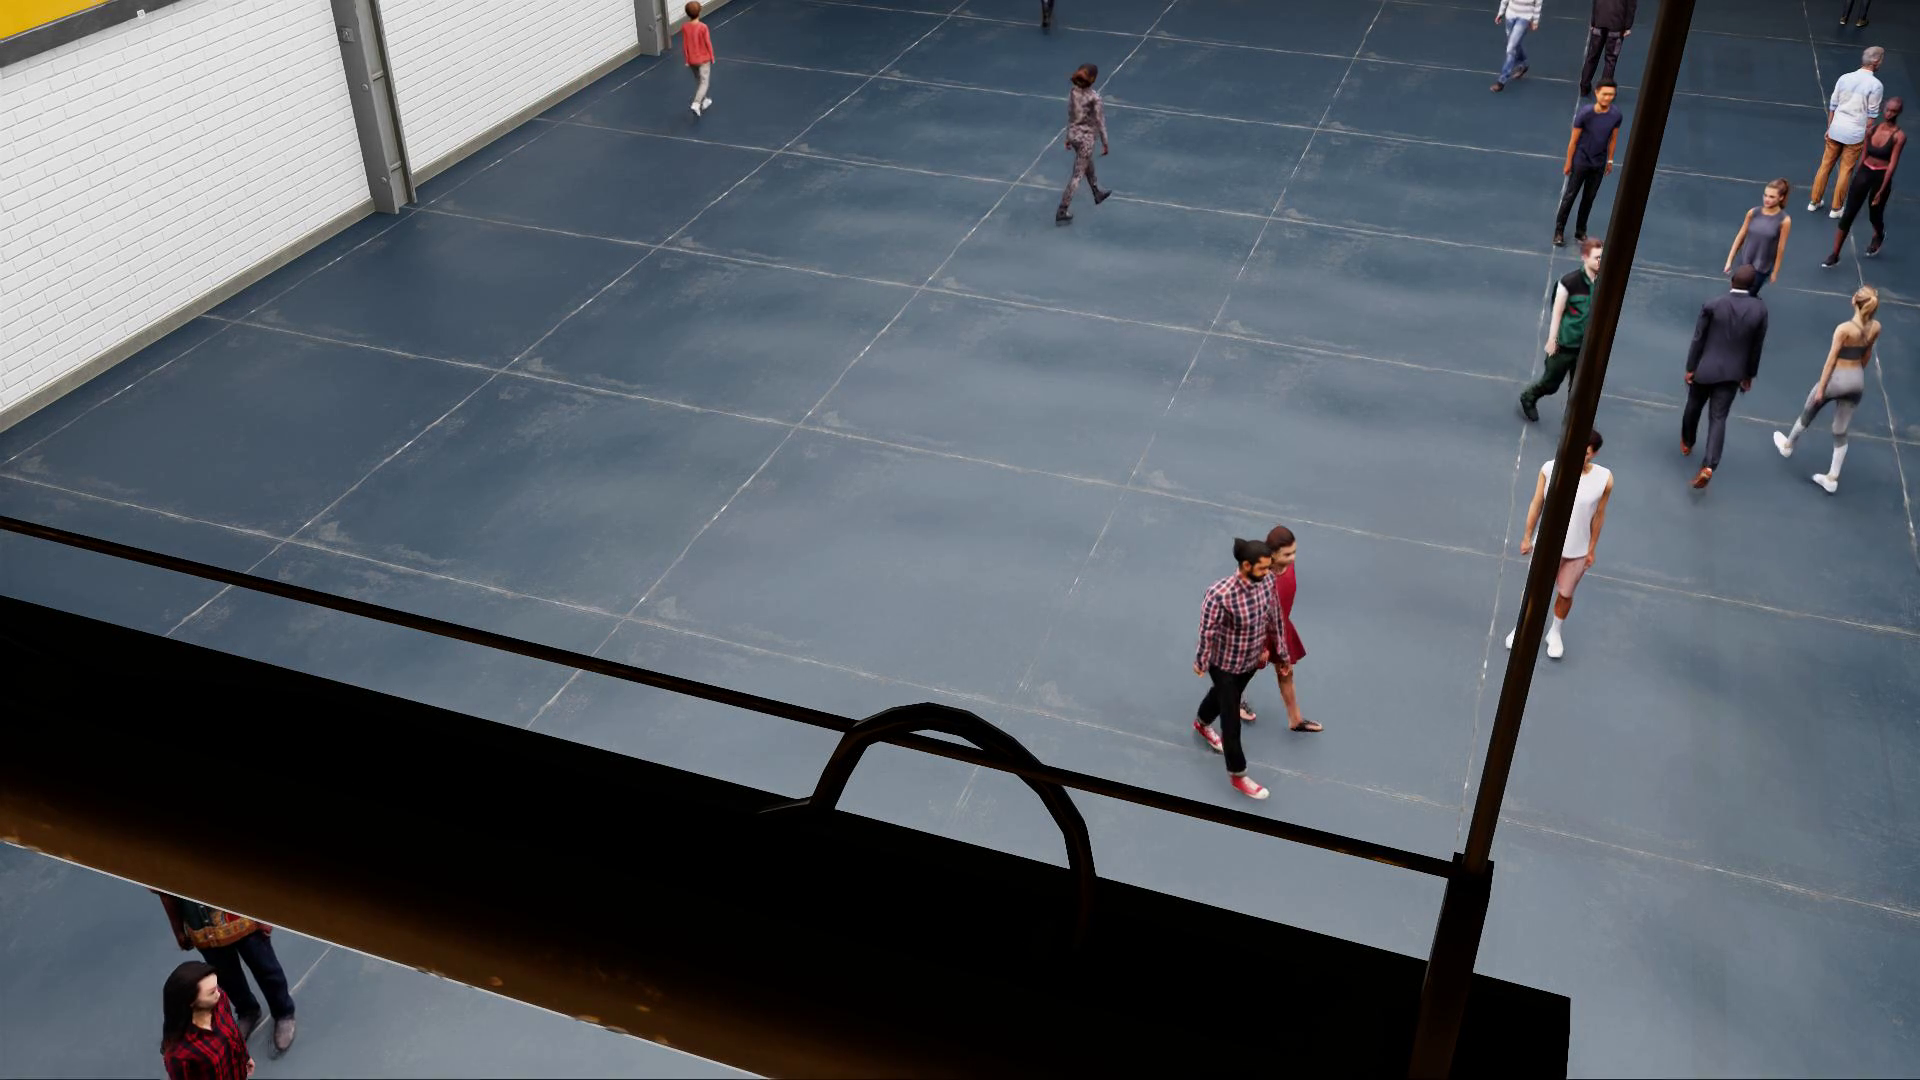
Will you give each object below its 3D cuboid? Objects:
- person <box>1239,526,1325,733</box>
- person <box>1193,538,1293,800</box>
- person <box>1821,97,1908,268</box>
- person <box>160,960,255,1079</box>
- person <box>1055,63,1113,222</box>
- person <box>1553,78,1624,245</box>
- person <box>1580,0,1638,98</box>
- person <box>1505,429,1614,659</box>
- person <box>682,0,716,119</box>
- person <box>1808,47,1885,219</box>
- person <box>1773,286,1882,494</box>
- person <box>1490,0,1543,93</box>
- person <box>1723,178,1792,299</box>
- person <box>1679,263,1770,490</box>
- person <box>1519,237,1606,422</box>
[{"bbox_3d":[1.932,0.540,10.793,0.952,1.527,0.889,-27,42,-34],"label":"person"},{"bbox_3d":[1.674,0.694,10.393,1.120,1.715,1.081,-22,40,-30],"label":"person"},{"bbox_3d":[9.327,-3.626,16.879,1.219,1.728,0.986,-24,40,-31],"label":"person"},{"bbox_3d":[-3.509,2.542,7.679,0.751,1.641,0.723,8,35,12],"label":"person"},{"bbox_3d":[1.268,-4.221,17.837,1.243,1.659,0.969,-27,42,-34],"label":"person"},{"bbox_3d":[6.546,-3.943,17.302,0.713,1.788,0.648,1,34,1],"label":"person"},{"bbox_3d":[8.274,-6.559,21.190,0.791,1.841,0.722,27,42,34],"label":"person"},{"bbox_3d":[4.126,0.001,11.372,0.637,1.784,0.543,12,36,18],"label":"person"},{"bbox_3d":[-3.272,-5.971,20.706,0.522,1.398,0.892,12,36,18],"label":"person"},{"bbox_3d":[9.606,-4.413,17.978,0.789,1.822,0.770,-20,39,-27],"label":"person"},{"bbox_3d":[7.043,-1.162,13.222,0.893,1.672,1.121,-5,34,-8],"label":"person"},{"bbox_3d":[7.302,-6.782,21.557,1.289,1.806,1.095,-22,40,-30],"label":"person"},{"bbox_3d":[7.301,-2.481,15.204,1.240,1.676,1.014,-23,40,-31],"label":"person"},{"bbox_3d":[6.068,-1.289,13.310,0.686,1.787,1.202,12,35,17],"label":"person"},{"bbox_3d":[5.064,-1.673,13.867,1.068,1.811,1.224,-9,35,-13],"label":"person"}]
